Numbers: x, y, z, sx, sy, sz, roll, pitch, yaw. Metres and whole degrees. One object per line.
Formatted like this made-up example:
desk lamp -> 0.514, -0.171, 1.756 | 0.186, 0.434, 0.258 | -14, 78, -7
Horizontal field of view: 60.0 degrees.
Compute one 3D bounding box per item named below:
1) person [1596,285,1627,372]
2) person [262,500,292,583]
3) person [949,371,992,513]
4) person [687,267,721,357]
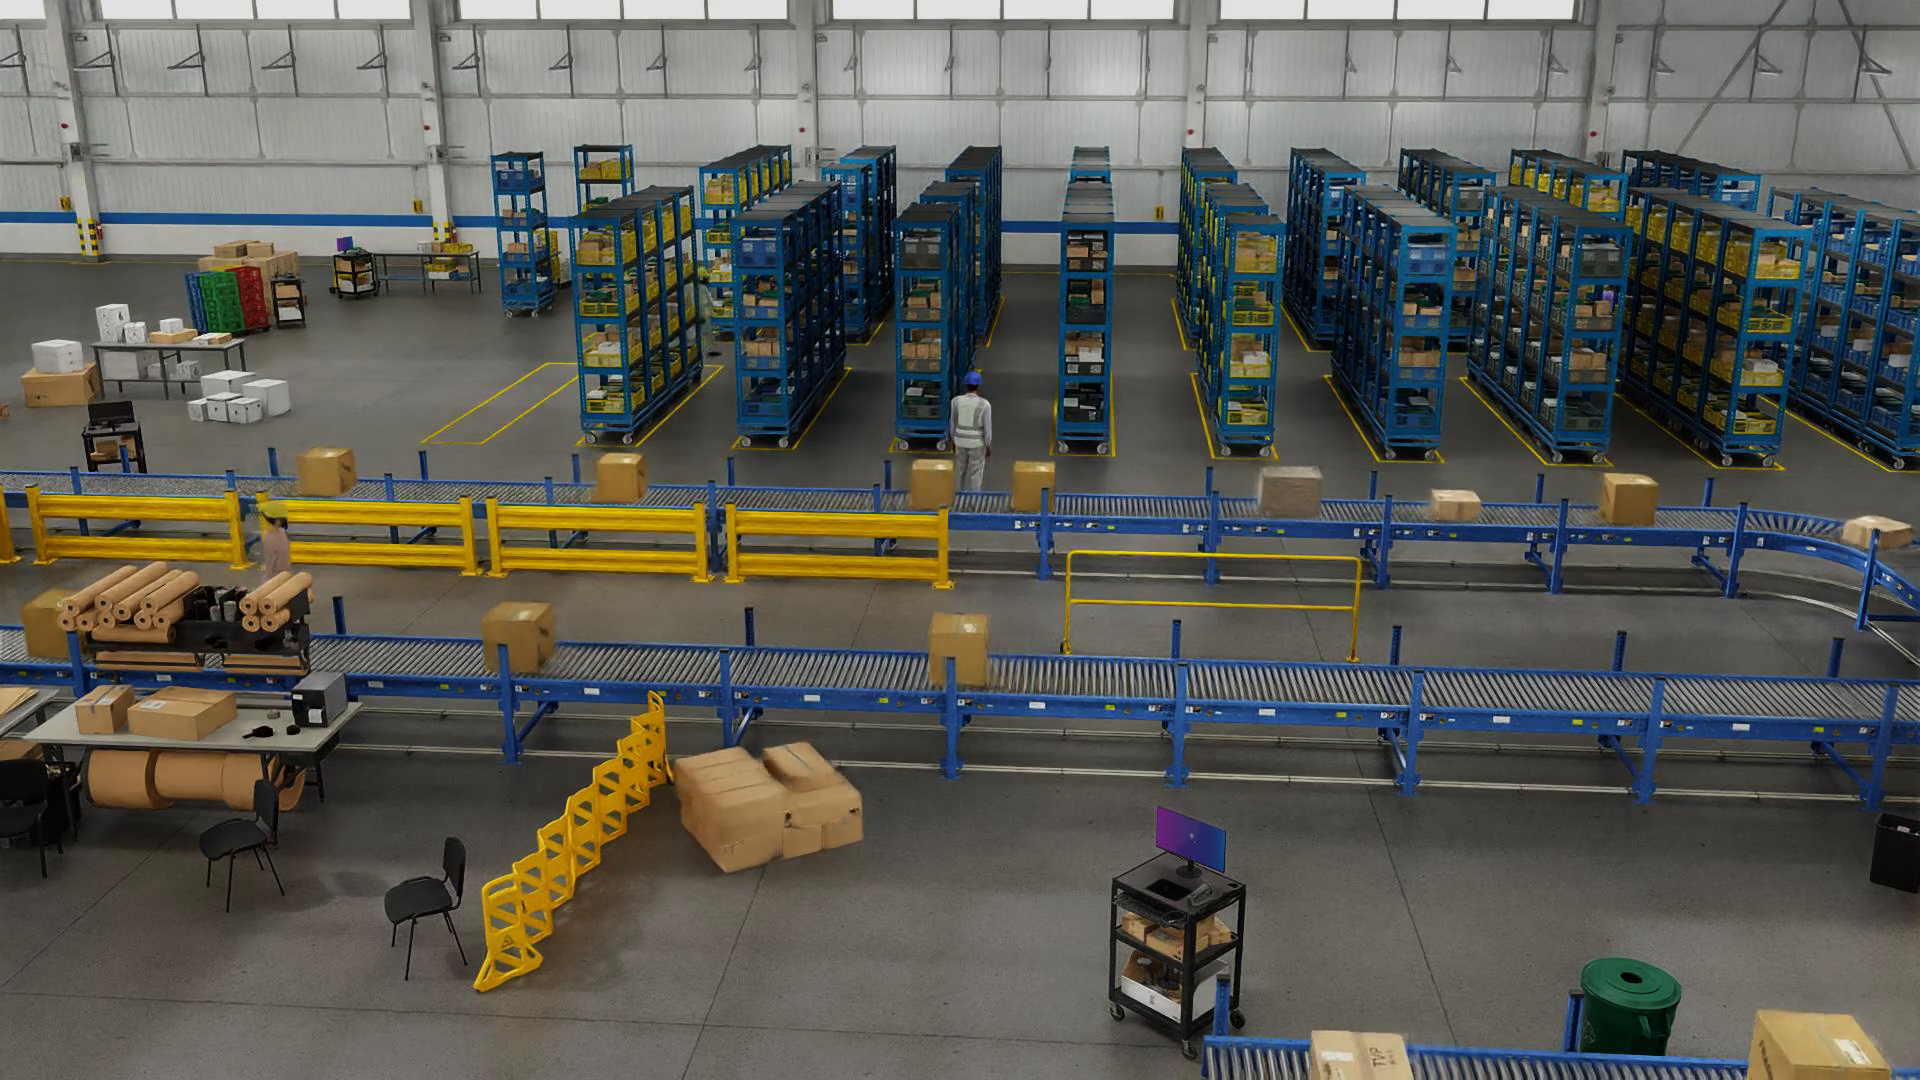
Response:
person -> 12.261, -4.038, 31.377 | 0.563, 1.838, 0.384 | 10, 20, 29
person -> -7.068, 0.419, 17.356 | 0.381, 1.749, 0.549 | -2, 18, -6
person -> 0.148, -1.336, 22.650 | 0.622, 1.934, 0.438 | 10, 20, 28
person -> -5.128, -4.497, 32.867 | 0.650, 1.812, 0.595 | -2, 18, -6
